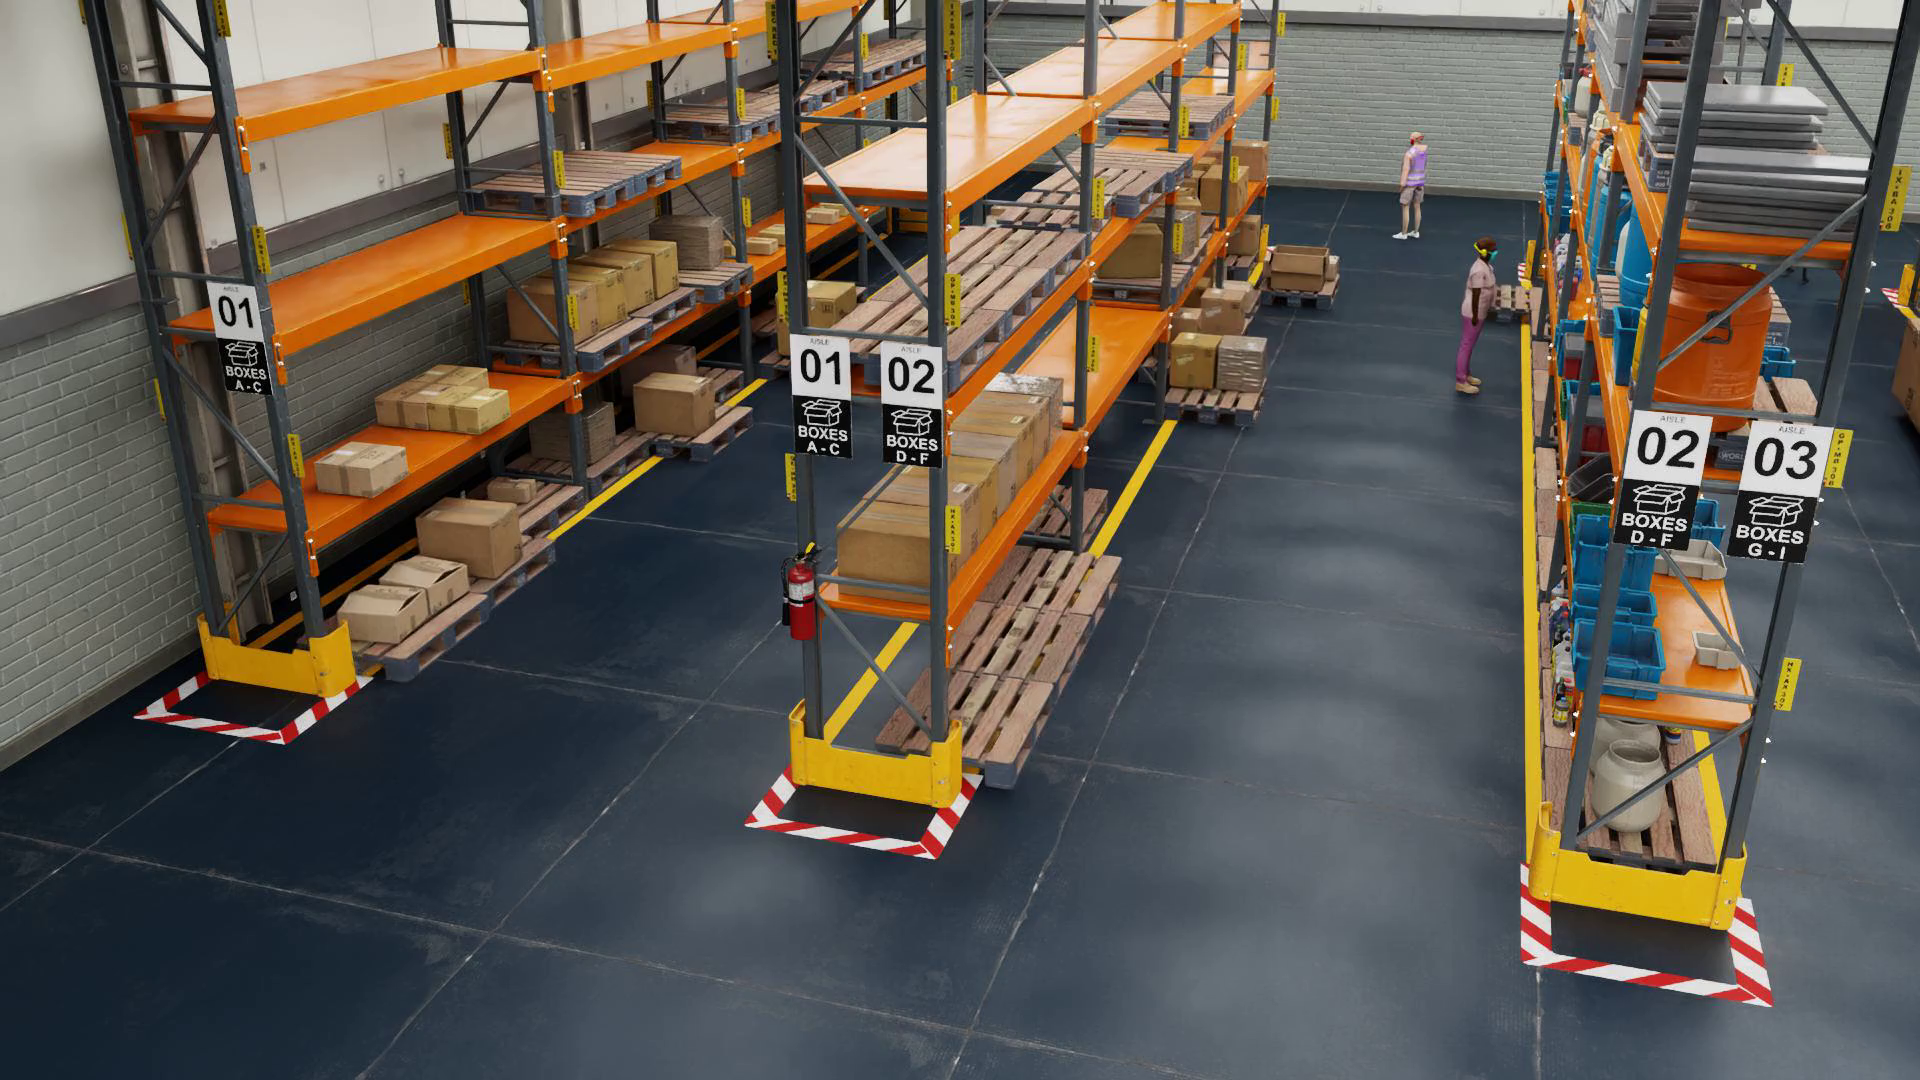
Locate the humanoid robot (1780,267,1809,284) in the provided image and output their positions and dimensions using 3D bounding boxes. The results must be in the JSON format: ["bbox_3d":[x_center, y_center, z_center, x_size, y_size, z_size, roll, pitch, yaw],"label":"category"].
[{"bbox_3d":[12.184,-4.560,23.980,0.421,1.636,0.585,-13,27,-28],"label":"humanoid robot"}]

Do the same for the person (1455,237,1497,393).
[{"bbox_3d":[6.006,-2.630,19.336,0.335,1.800,0.518,10,25,22],"label":"person"}]

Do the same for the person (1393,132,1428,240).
[{"bbox_3d":[7.185,-5.621,26.416,0.491,1.688,0.347,-14,27,-29],"label":"person"}]
